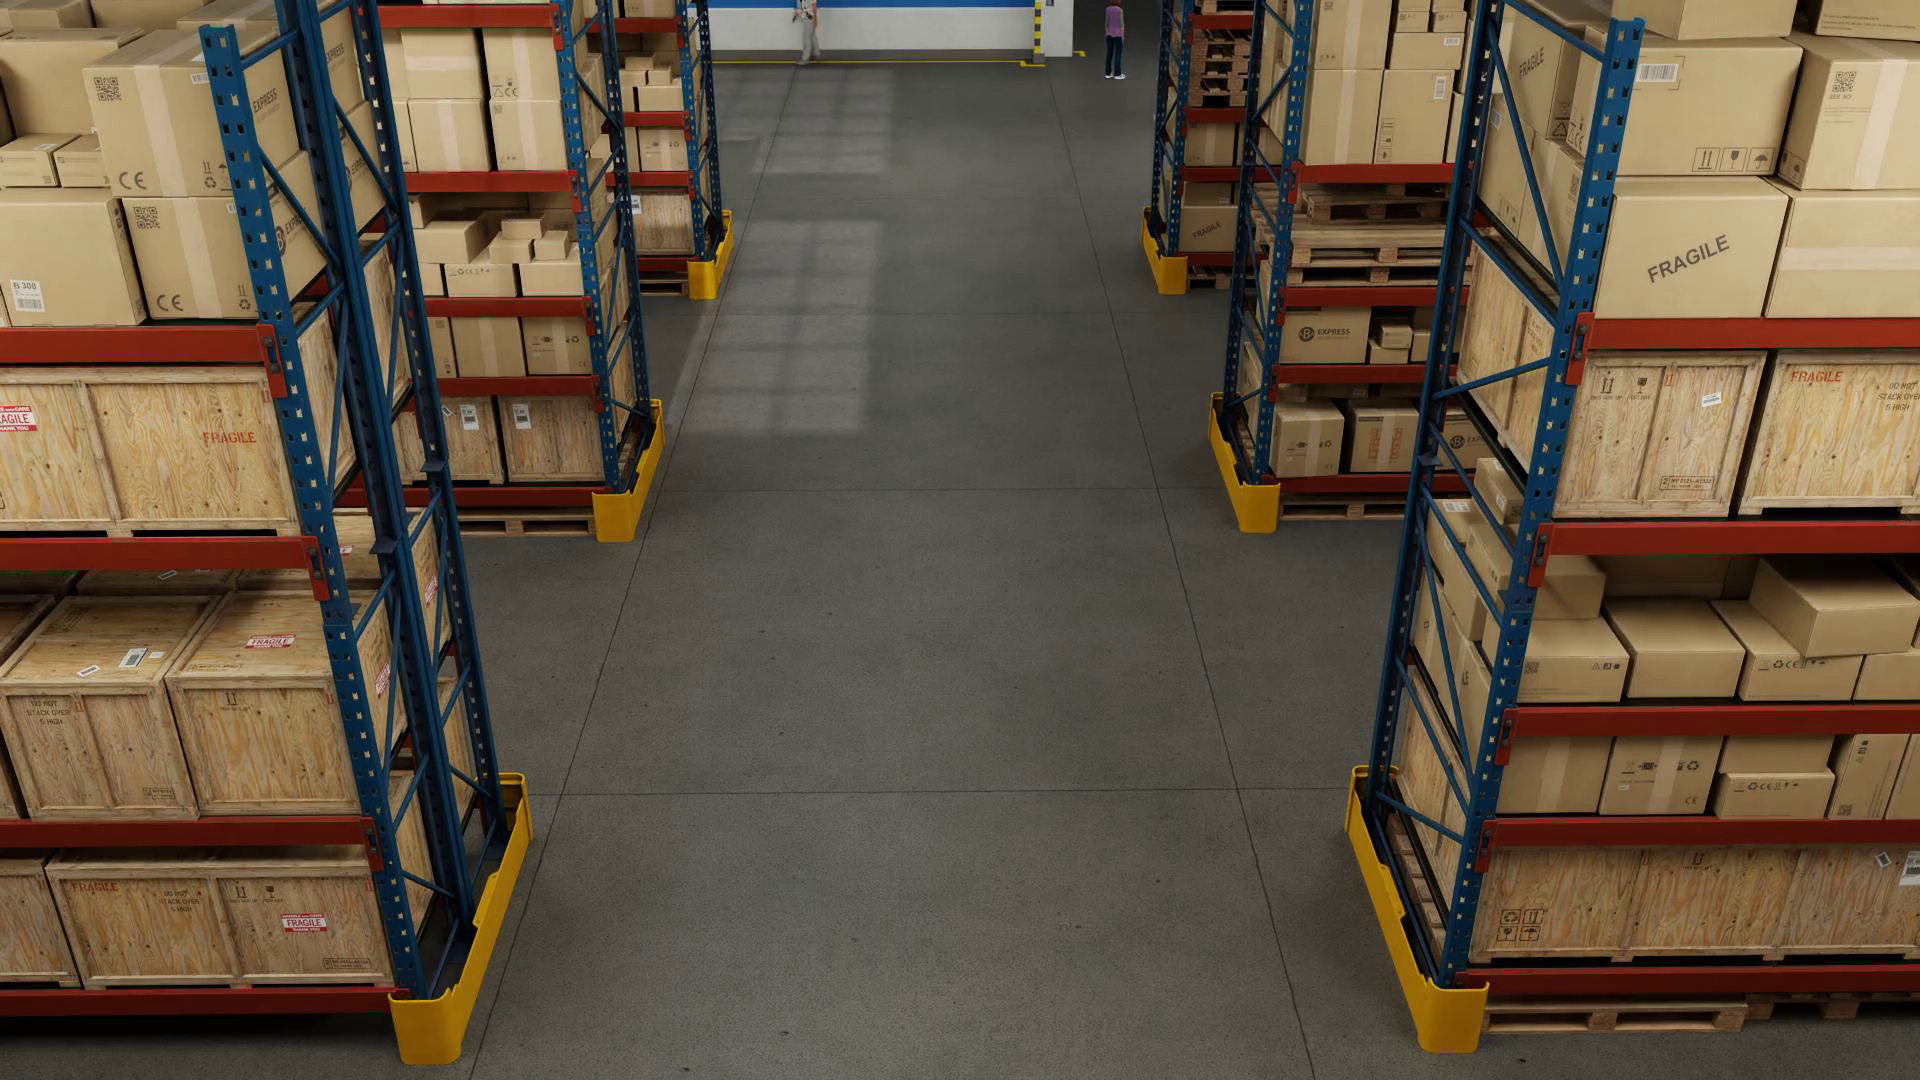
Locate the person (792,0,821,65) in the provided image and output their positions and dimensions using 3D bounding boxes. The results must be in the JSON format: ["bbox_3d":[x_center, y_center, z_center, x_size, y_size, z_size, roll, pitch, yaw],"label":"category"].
[{"bbox_3d":[-3.107,-10.494,33.417,0.650,1.730,0.712,-10,30,-17],"label":"person"}]

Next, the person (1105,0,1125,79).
[{"bbox_3d":[3.008,-9.773,32.261,0.404,1.601,0.326,17,33,28],"label":"person"}]
